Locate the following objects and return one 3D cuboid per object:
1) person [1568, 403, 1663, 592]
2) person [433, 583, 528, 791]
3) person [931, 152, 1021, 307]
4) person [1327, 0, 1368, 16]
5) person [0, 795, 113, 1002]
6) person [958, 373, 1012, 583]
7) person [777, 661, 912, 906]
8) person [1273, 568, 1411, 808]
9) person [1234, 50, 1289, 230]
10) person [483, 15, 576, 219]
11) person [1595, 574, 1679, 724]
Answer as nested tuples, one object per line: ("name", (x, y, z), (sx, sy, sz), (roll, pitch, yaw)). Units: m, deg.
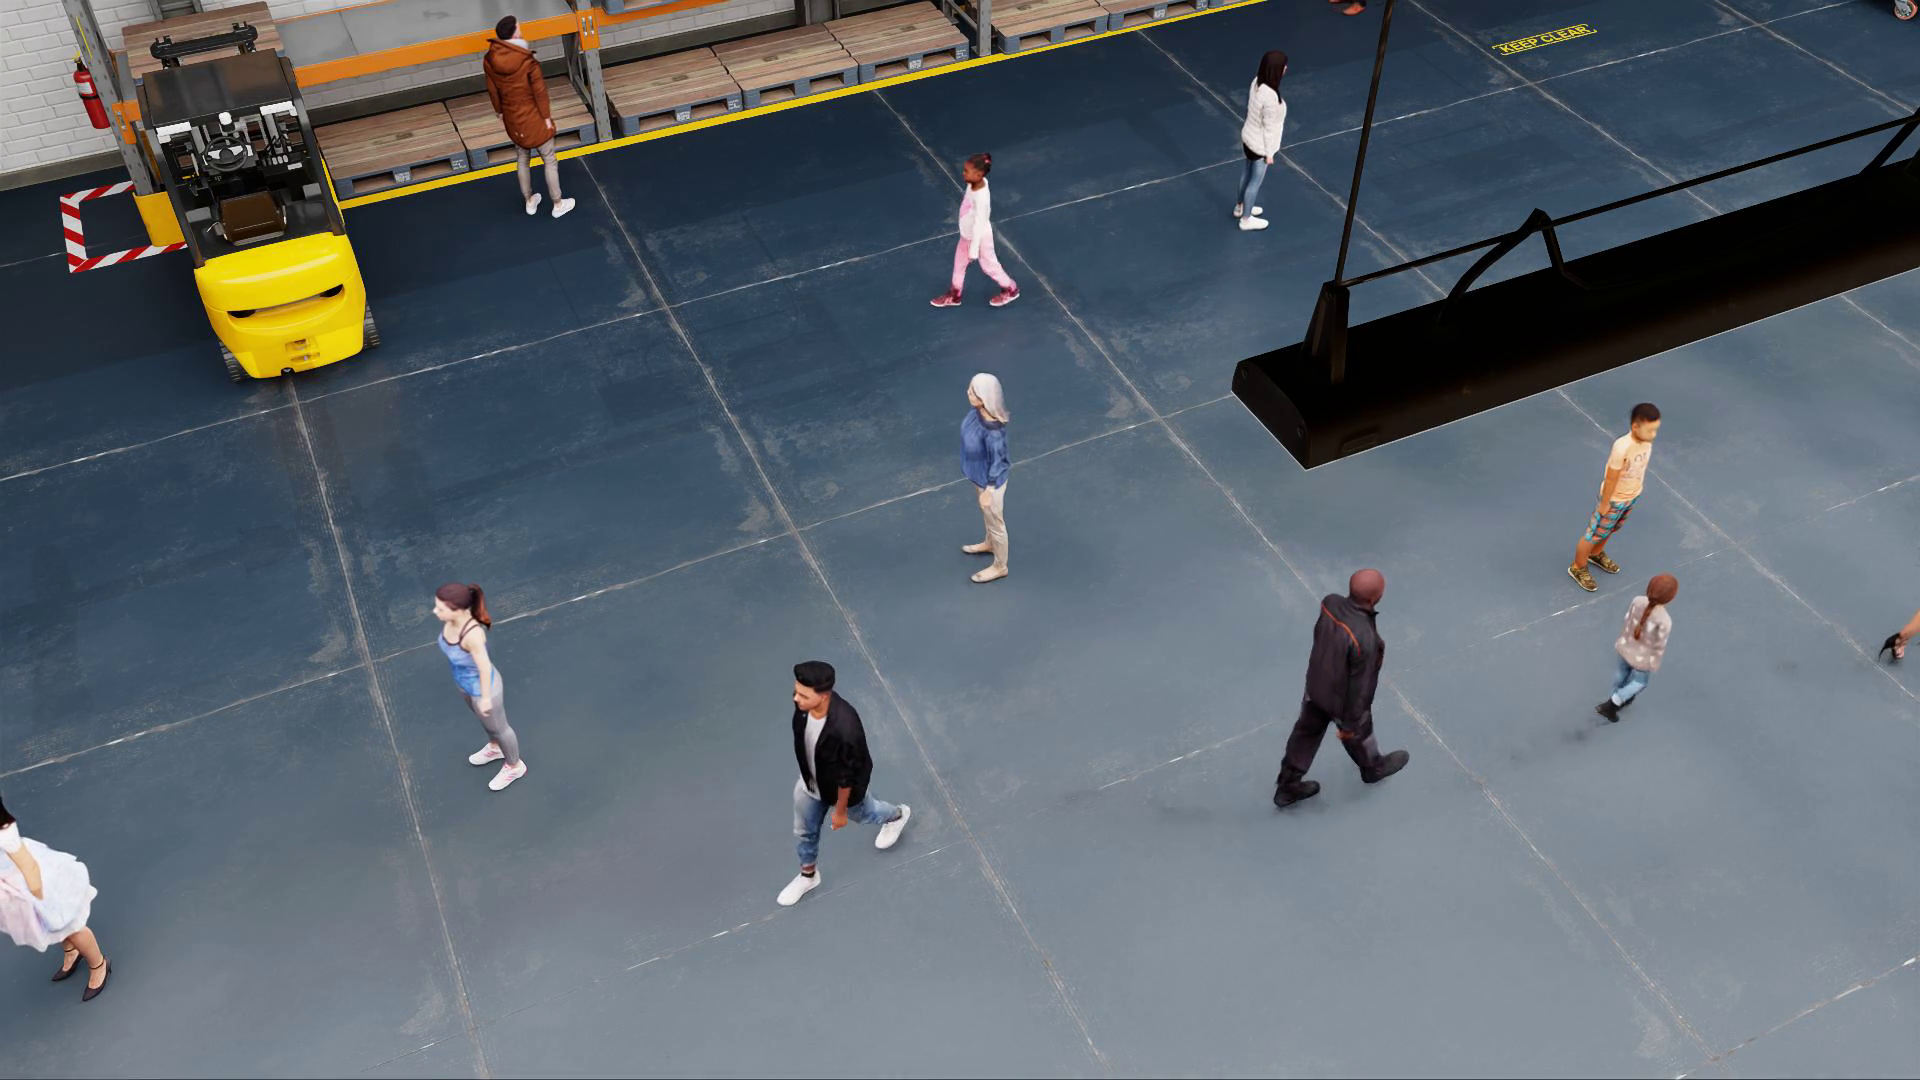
("person", (4.397, -0.319, 11.108), (0.494, 1.461, 0.640), (-30, 51, -28))
("person", (-2.838, 0.833, 9.791), (0.588, 1.610, 0.599), (-26, 49, -24))
("person", (0.206, -2.469, 13.399), (1.017, 1.415, 0.703), (-8, 44, -8))
("person", (4.210, -6.357, 17.202), (0.595, 1.799, 0.710), (-14, 45, -14))
("person", (-4.848, 1.787, 8.639), (0.844, 1.818, 0.887), (25, 49, 24))
("person", (0.191, -0.430, 11.053), (0.634, 1.698, 0.664), (-8, 44, -9))
("person", (-0.614, 1.260, 9.224), (0.991, 1.773, 1.281), (32, 52, 29))
("person", (2.083, 0.905, 9.583), (1.079, 1.793, 0.689), (-17, 46, -17))
("person", (2.566, -3.440, 14.258), (0.614, 1.636, 0.651), (-9, 44, -10))
("person", (-3.731, -3.627, 14.308), (0.840, 1.838, 0.902), (13, 45, 13))
("person", (4.157, 0.684, 10.253), (0.588, 1.188, 0.497), (-18, 47, -18))
